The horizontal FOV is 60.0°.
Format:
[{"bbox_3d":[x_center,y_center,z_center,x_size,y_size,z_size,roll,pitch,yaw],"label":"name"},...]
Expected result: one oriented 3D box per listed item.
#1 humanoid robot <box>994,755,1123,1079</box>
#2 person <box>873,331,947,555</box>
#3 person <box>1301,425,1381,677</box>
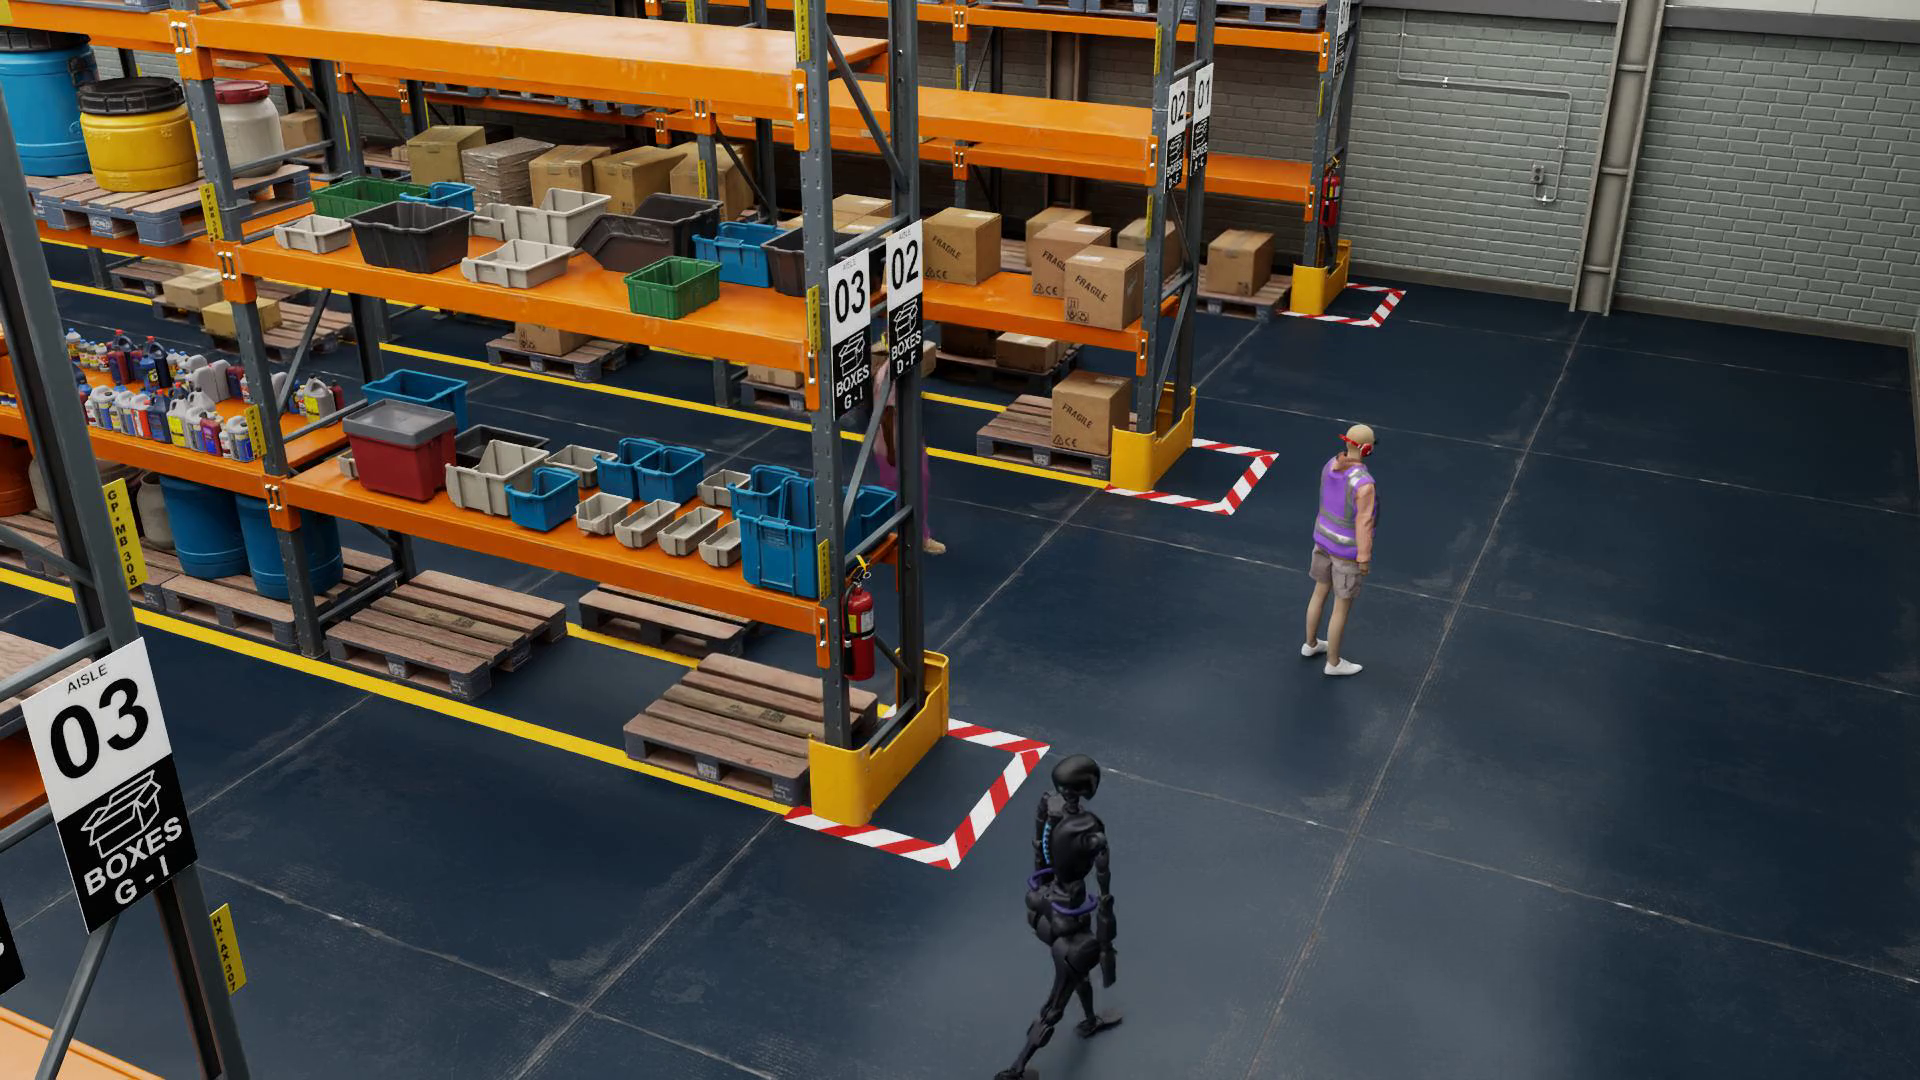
[{"bbox_3d":[0.463,1.670,7.387,0.783,1.628,0.591,-15,30,-28],"label":"humanoid robot"},{"bbox_3d":[-0.509,-0.723,12.066,0.742,1.766,0.511,12,29,23],"label":"person"},{"bbox_3d":[2.431,0.058,10.588,0.349,1.688,0.491,-11,28,-21],"label":"person"}]
